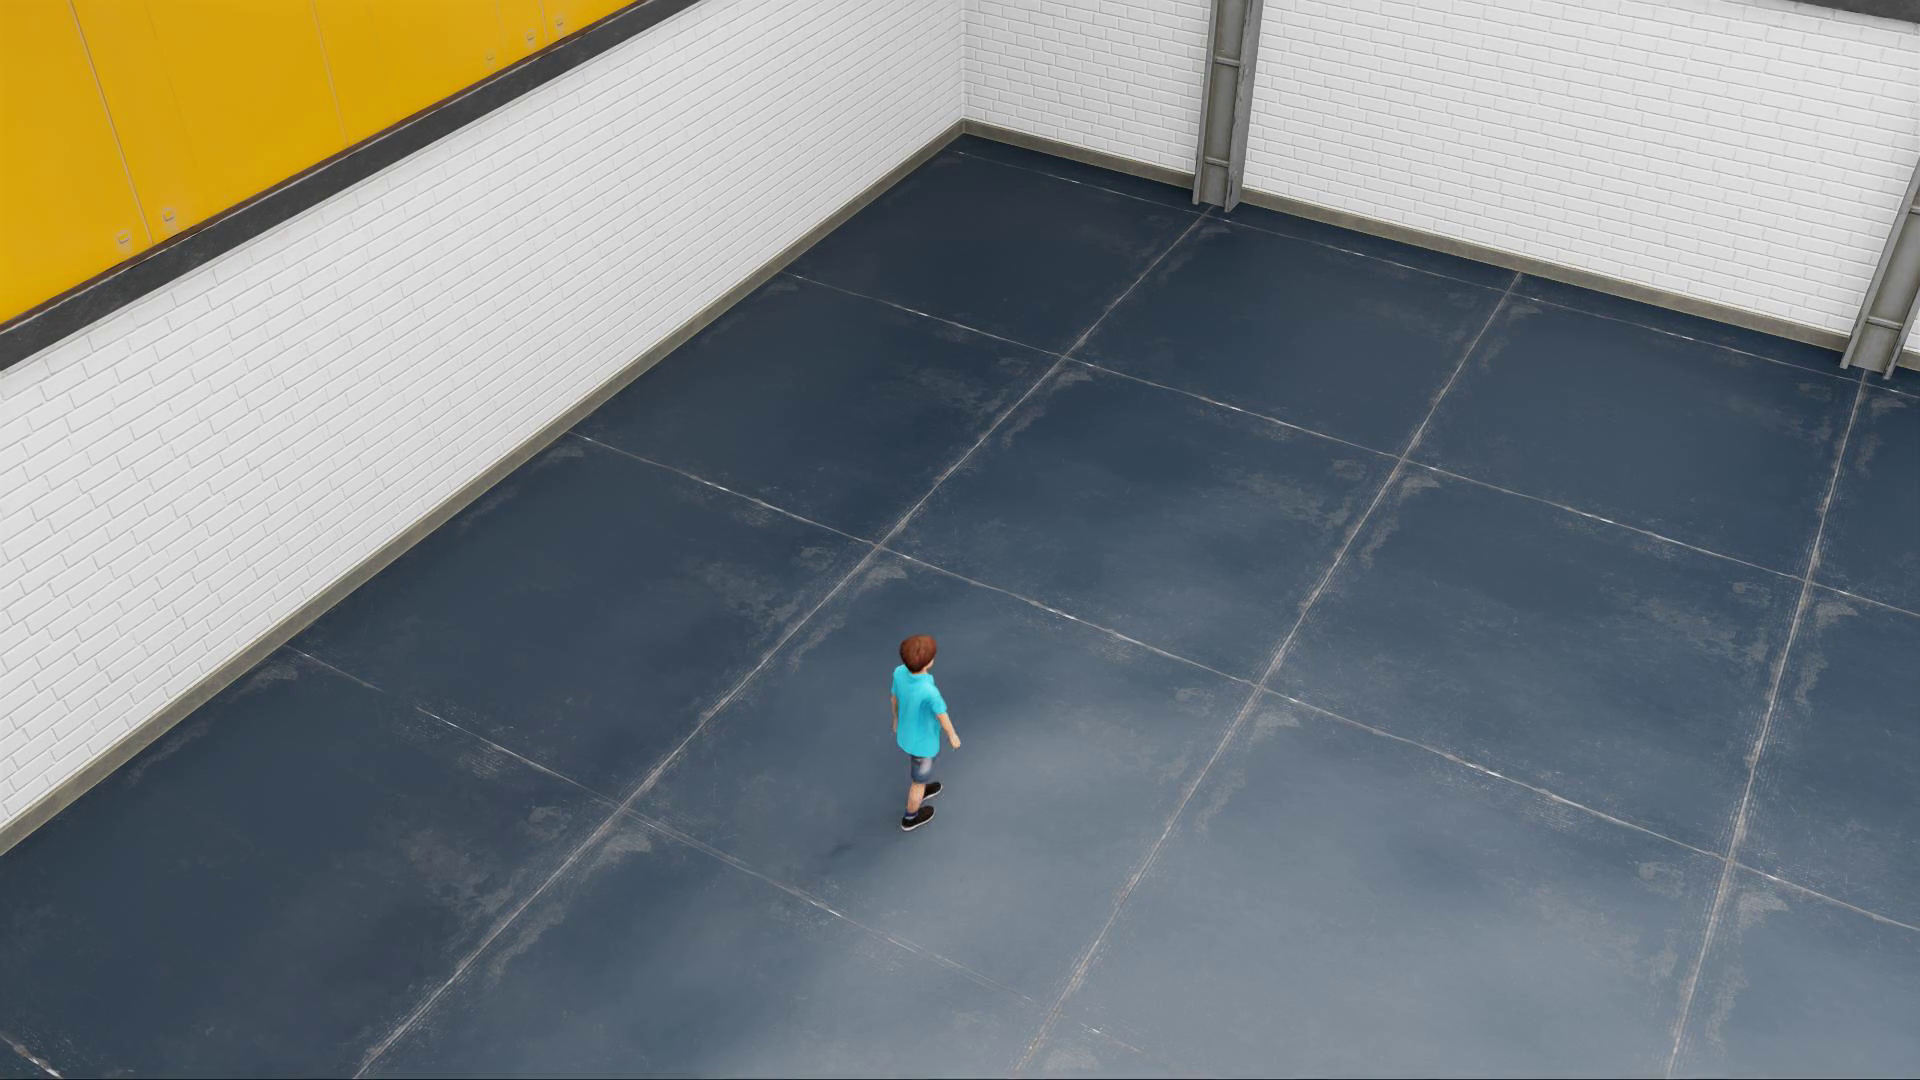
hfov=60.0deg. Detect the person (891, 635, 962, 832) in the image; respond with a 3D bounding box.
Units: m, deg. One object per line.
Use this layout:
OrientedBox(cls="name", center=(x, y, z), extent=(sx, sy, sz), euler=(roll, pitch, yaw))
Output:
OrientedBox(cls="person", center=(-0.292, 1.161, 9.727), extent=(0.696, 1.434, 0.647), euler=(-25, 45, -28))
